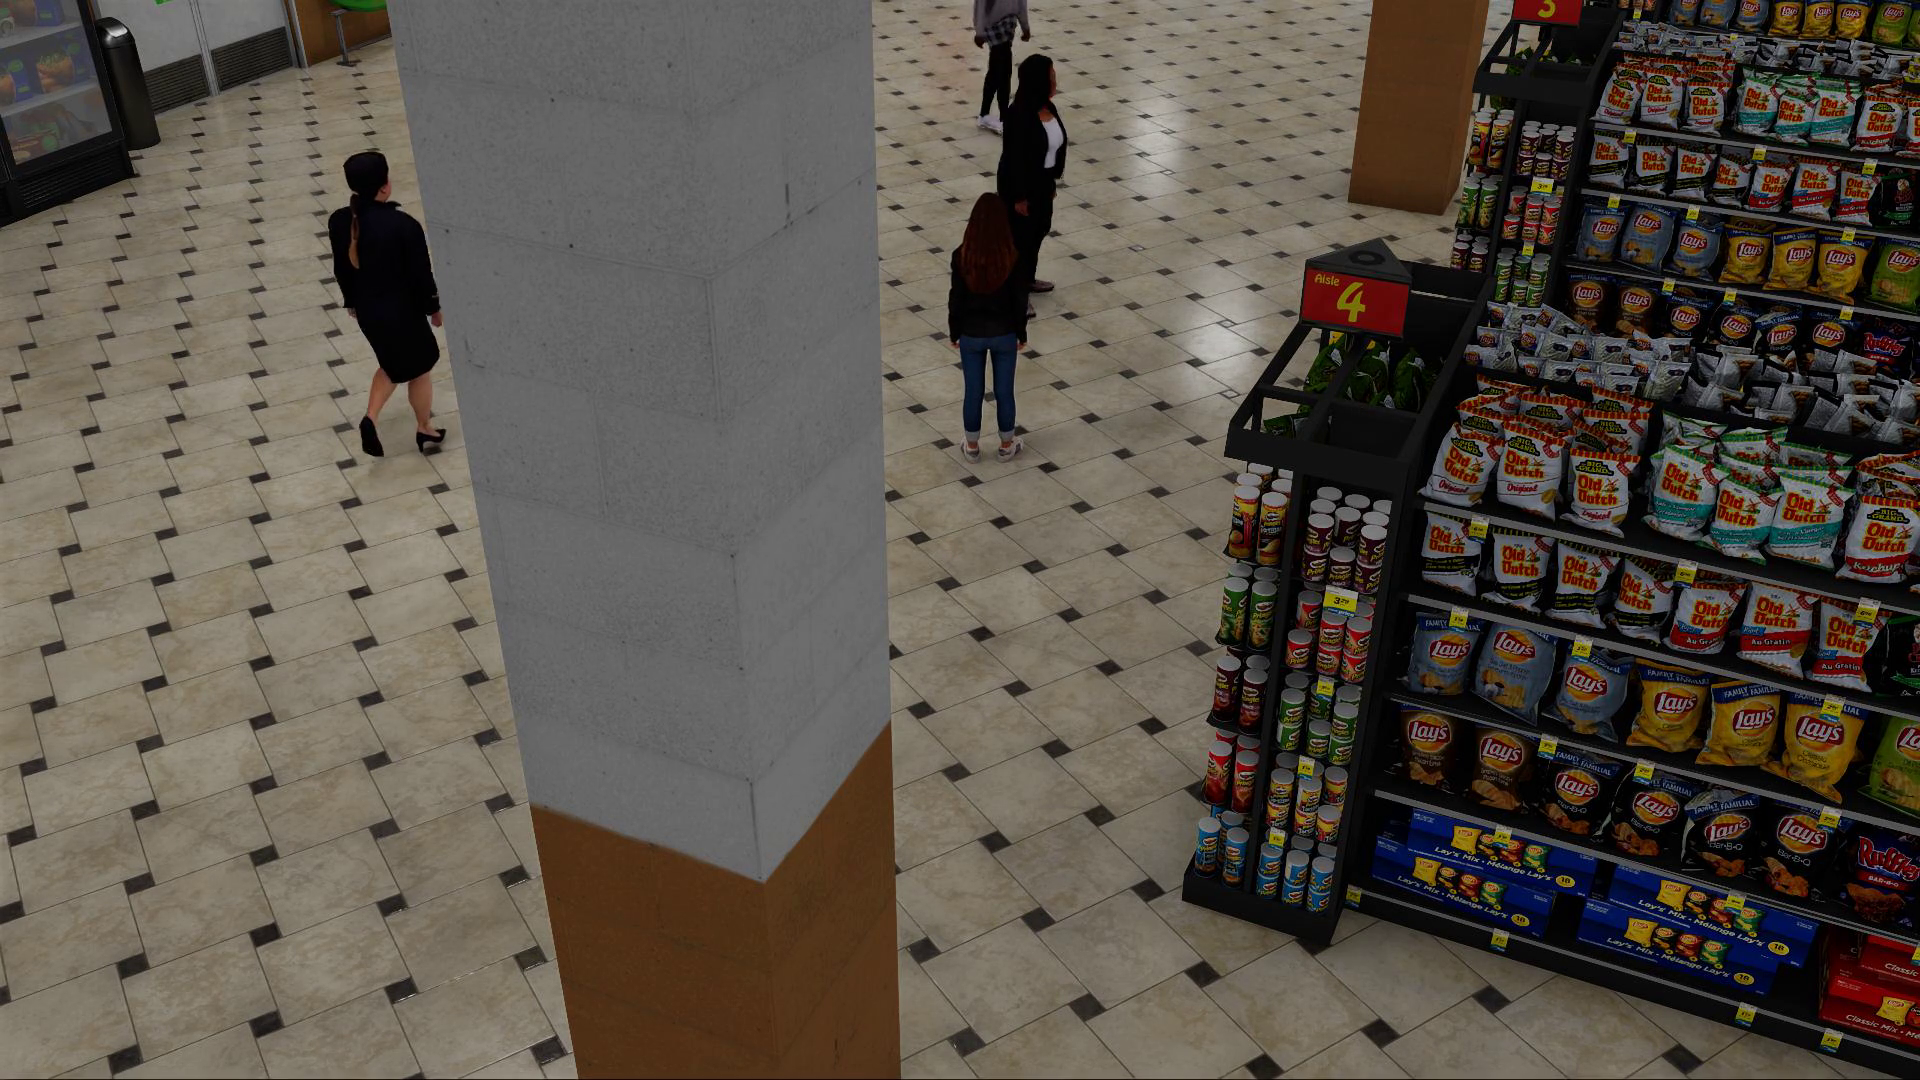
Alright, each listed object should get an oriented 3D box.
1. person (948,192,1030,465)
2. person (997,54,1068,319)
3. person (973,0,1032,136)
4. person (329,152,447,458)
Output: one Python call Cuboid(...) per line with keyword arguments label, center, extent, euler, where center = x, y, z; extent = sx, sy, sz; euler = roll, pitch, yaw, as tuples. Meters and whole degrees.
Cuboid(label="person", center=(0.145, -1.088, 8.640), extent=(0.560, 1.483, 0.691), euler=(1, 32, 1))
Cuboid(label="person", center=(0.409, -2.167, 10.271), extent=(0.621, 1.590, 0.698), euler=(27, 41, 36))
Cuboid(label="person", center=(0.229, -4.119, 13.253), extent=(0.857, 1.755, 0.733), euler=(22, 38, 32))
Cuboid(label="person", center=(-2.953, -1.139, 8.553), extent=(0.803, 1.660, 0.806), euler=(10, 33, 16))
